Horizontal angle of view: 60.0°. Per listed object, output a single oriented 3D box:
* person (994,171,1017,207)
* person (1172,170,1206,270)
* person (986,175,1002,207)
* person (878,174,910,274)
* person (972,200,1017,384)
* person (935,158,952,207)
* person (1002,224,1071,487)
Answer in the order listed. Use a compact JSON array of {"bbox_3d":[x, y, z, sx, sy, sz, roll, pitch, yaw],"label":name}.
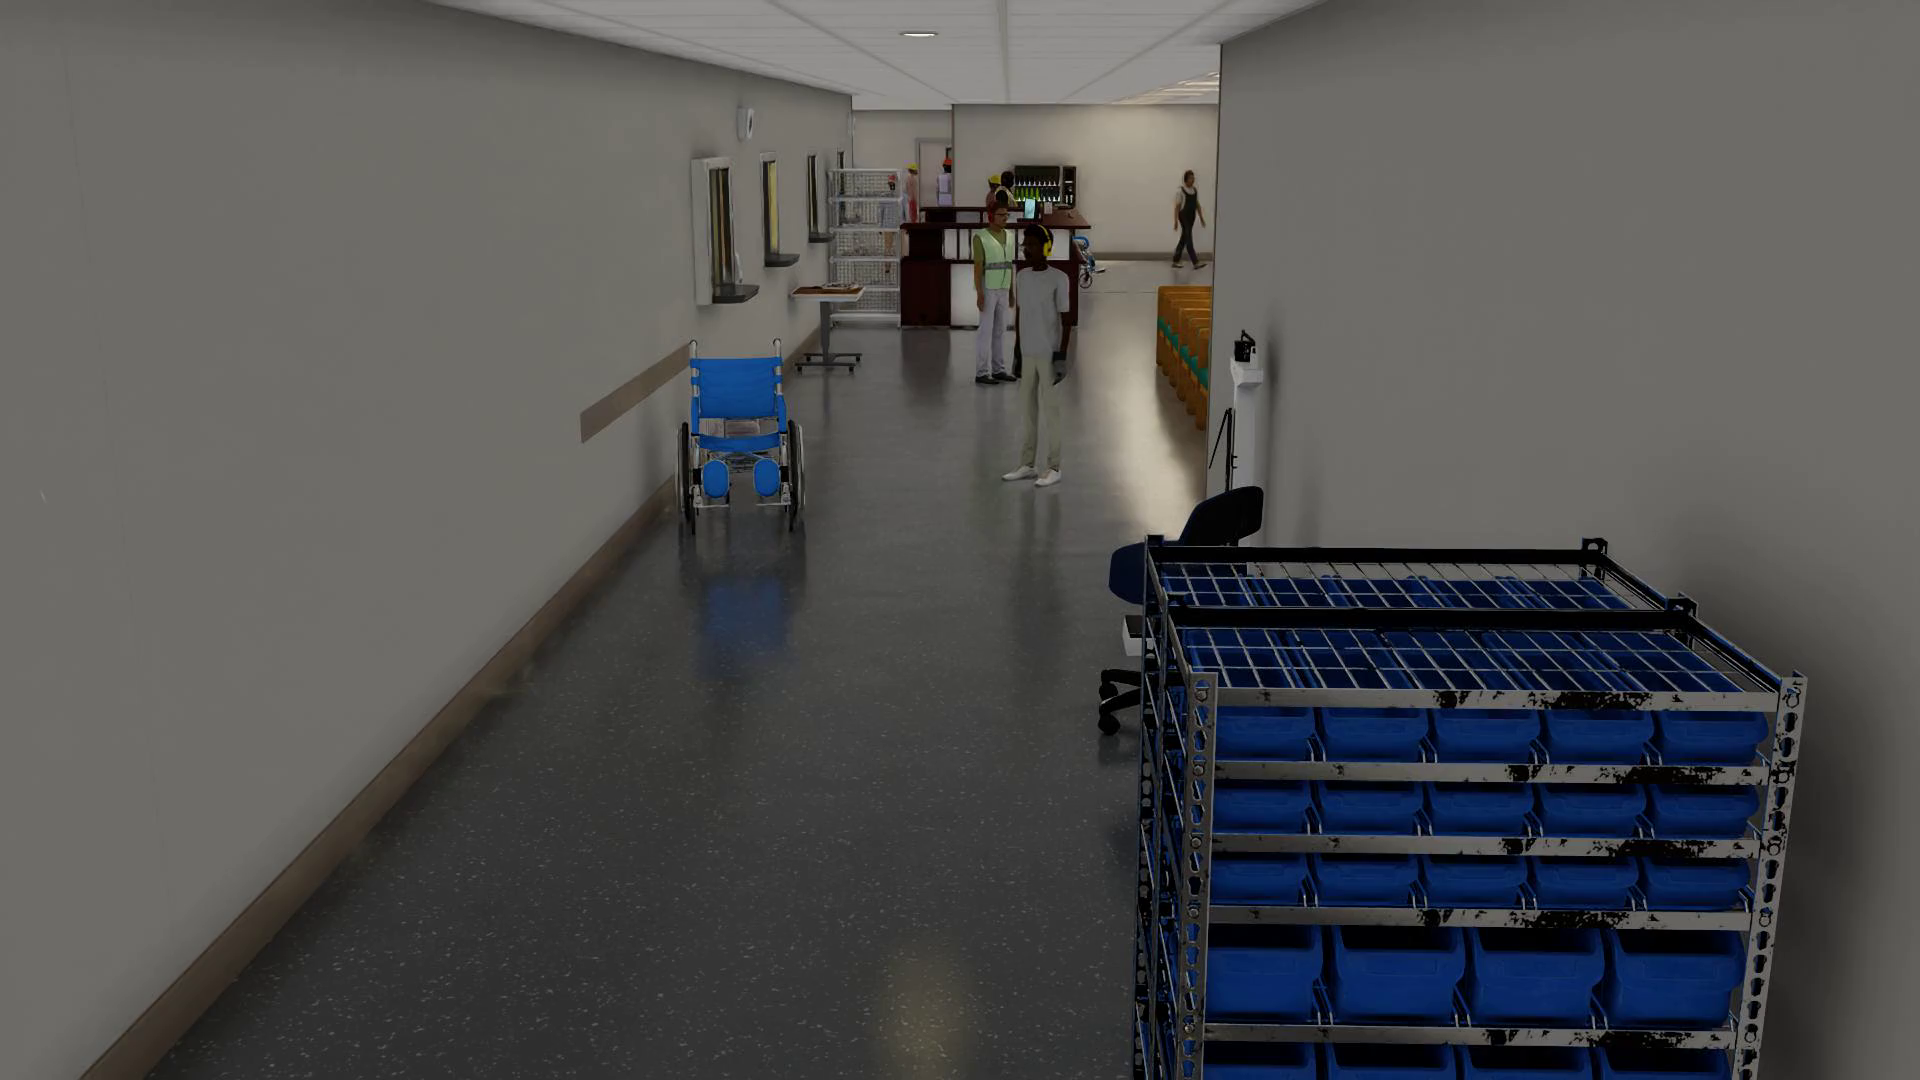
[{"bbox_3d":[0.792,-5.412,28.614,0.430,1.841,0.624,2,14,10],"label":"person"},{"bbox_3d":[4.213,-5.880,30.596,0.512,1.794,0.970,-11,18,-39],"label":"person"},{"bbox_3d":[0.591,-5.508,29.166,0.337,1.761,0.526,-3,14,-11],"label":"person"},{"bbox_3d":[-1.178,-5.634,29.686,0.568,1.748,0.340,1,14,3],"label":"person"},{"bbox_3d":[0.332,-2.502,16.809,0.388,1.838,0.562,12,18,39],"label":"person"},{"bbox_3d":[-0.267,-7.321,36.172,0.542,1.929,0.374,10,17,36],"label":"person"},{"bbox_3d":[0.567,-1.318,11.928,0.331,1.872,0.513,-13,19,-43],"label":"person"}]
